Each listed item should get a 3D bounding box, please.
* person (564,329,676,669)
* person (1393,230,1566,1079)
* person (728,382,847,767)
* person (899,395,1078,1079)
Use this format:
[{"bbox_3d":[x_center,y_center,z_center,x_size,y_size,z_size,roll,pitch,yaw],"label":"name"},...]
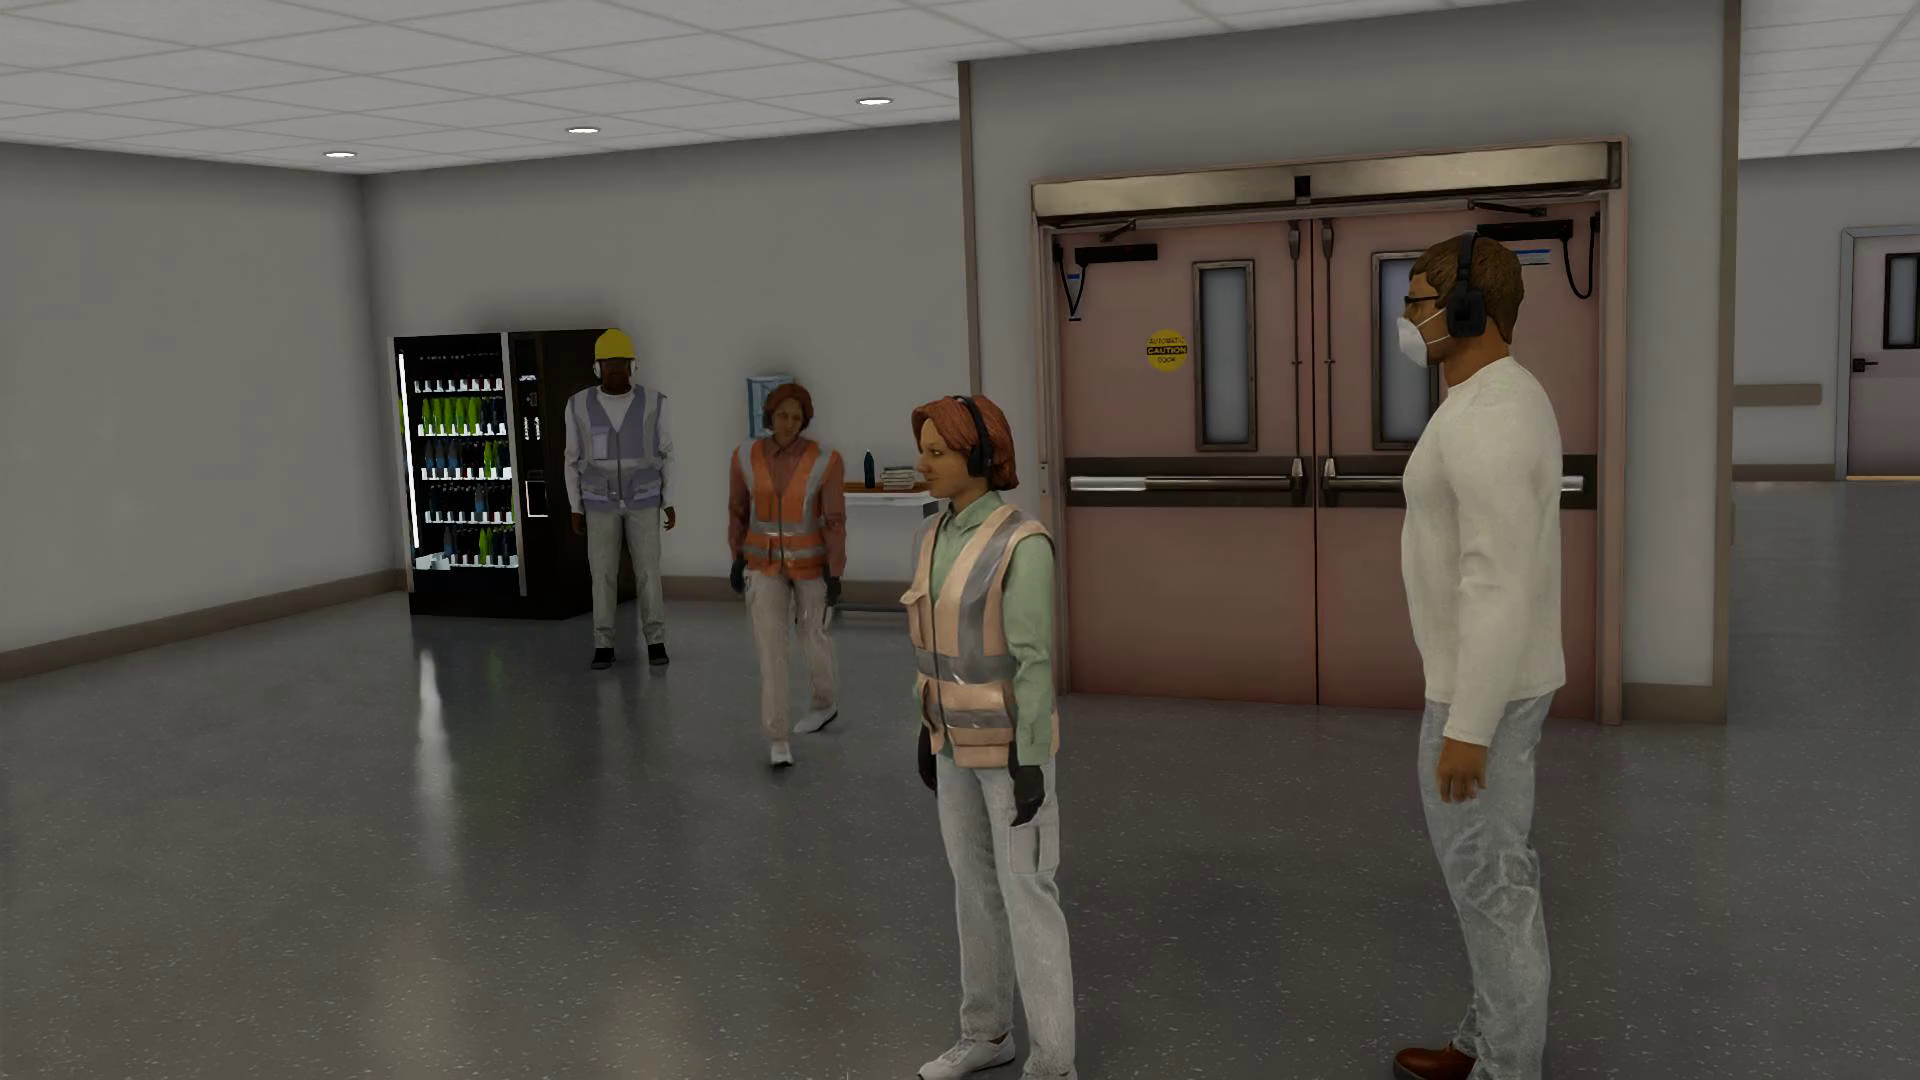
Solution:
[{"bbox_3d":[-1.834,-0.220,9.022,0.595,1.836,0.404,-4,8,-10],"label":"person"},{"bbox_3d":[1.088,0.326,3.519,0.364,1.939,0.636,0,8,18],"label":"person"},{"bbox_3d":[-0.727,0.121,7.041,0.550,1.577,0.845,-1,7,7],"label":"person"},{"bbox_3d":[0.062,0.483,3.808,0.313,1.633,0.519,-7,9,-32],"label":"person"}]
